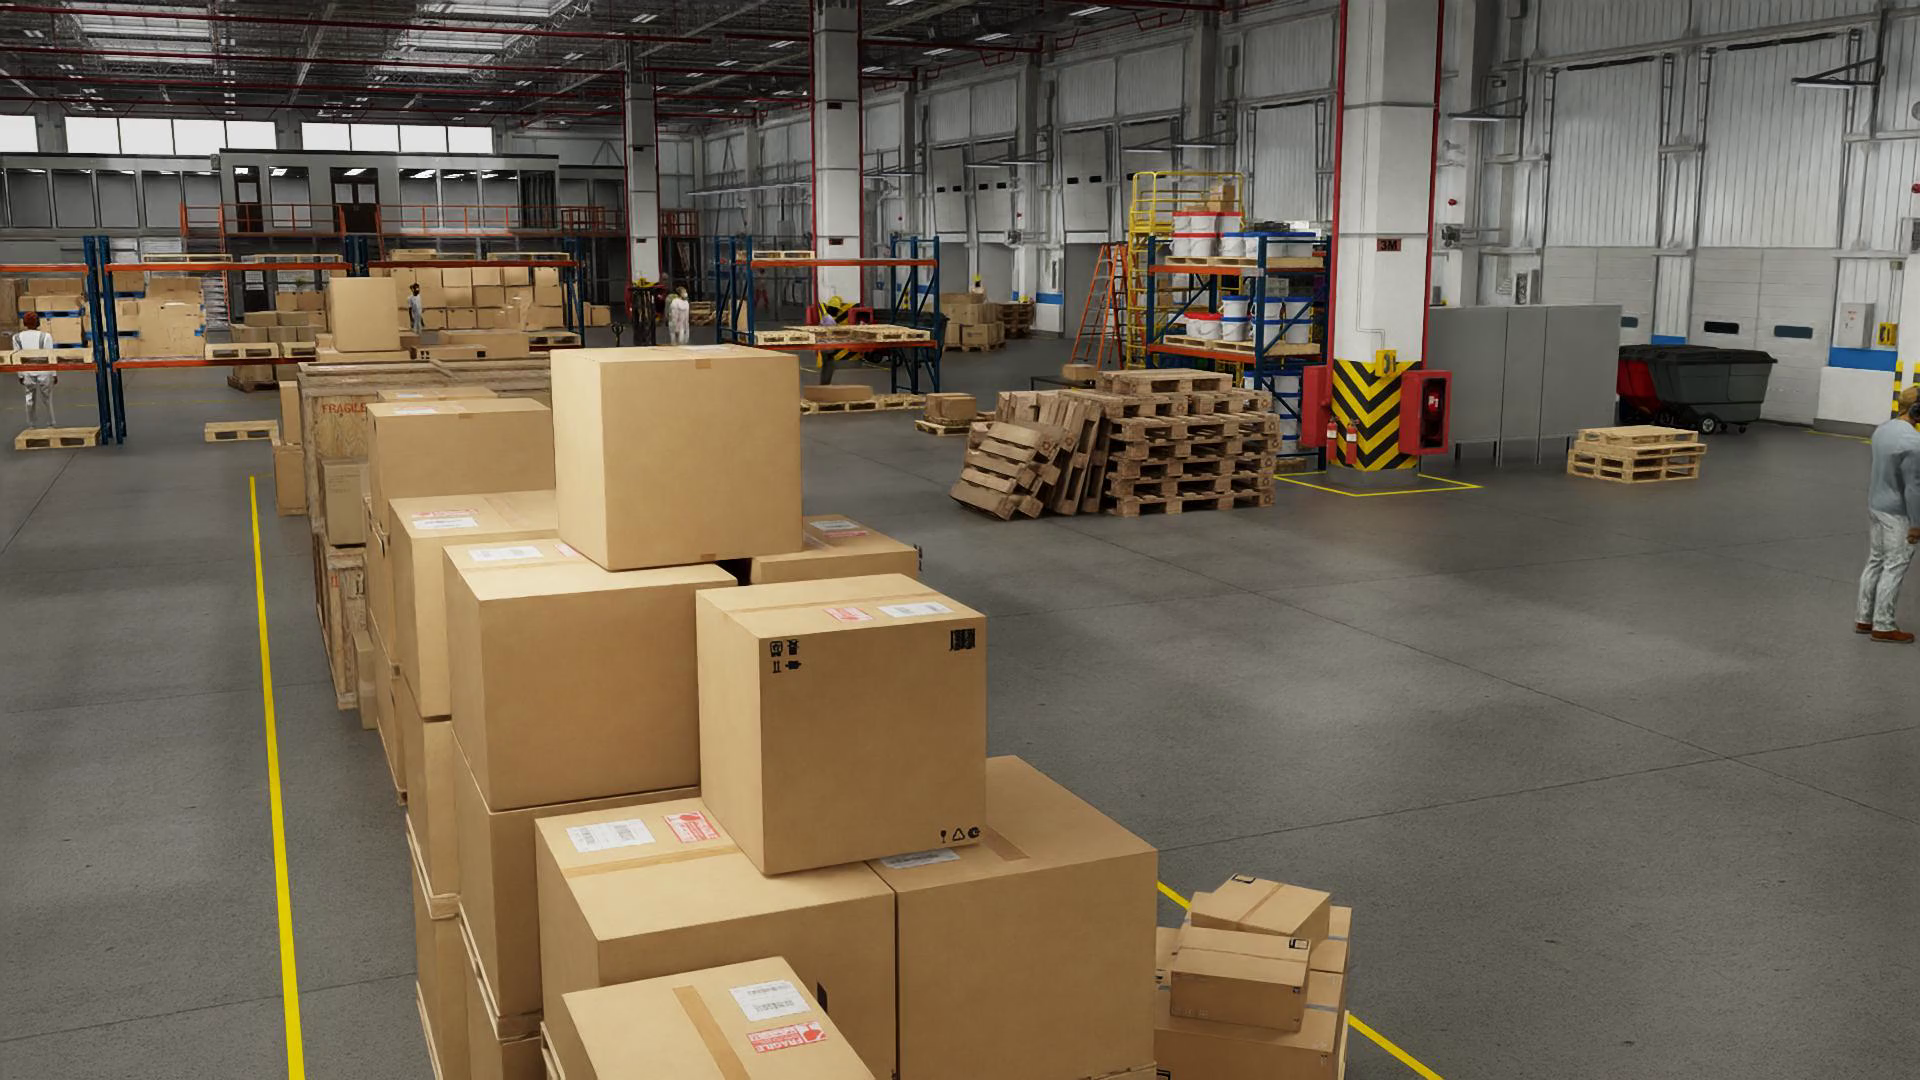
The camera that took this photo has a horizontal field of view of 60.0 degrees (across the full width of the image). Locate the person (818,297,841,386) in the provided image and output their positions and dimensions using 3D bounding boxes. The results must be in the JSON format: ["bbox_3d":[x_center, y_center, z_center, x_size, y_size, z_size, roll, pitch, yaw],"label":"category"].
[{"bbox_3d":[-2.435,-3.575,31.095,0.458,1.901,0.604,-3,11,-16],"label":"person"}]

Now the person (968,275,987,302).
[{"bbox_3d":[0.546,-7.175,50.950,0.594,1.900,0.818,2,10,8],"label":"person"}]

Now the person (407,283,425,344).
[{"bbox_3d":[-13.772,-5.574,42.179,0.325,1.876,0.521,3,11,16],"label":"person"}]

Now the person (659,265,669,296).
[{"bbox_3d":[-12.002,-10.216,67.617,0.623,1.933,0.442,4,11,21],"label":"person"}]

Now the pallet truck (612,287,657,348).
[{"bbox_3d":[-6.464,-4.406,35.401,0.823,1.965,1.885,6,12,32],"label":"pallet truck"}]

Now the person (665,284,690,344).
[{"bbox_3d":[-7.327,-5.716,43.142,0.646,1.803,0.932,-2,11,-13],"label":"person"}]

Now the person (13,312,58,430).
[{"bbox_3d":[-14.121,-2.542,25.447,0.575,1.883,0.355,-2,10,-10],"label":"person"}]

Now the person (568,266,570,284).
[{"bbox_3d":[-16.812,-10.965,71.873,0.355,1.883,0.573,-7,13,-35],"label":"person"}]

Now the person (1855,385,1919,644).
[{"bbox_3d":[6.957,-0.189,12.364,0.371,1.930,0.636,0,10,3],"label":"person"}]

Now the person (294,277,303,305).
[{"bbox_3d":[-22.222,-7.954,55.727,0.837,1.702,0.515,-9,14,-40],"label":"person"}]

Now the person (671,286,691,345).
[{"bbox_3d":[-6.226,-4.709,37.235,0.372,1.940,0.630,3,11,17],"label":"person"}]

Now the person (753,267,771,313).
[{"bbox_3d":[-8.109,-10.224,67.618,0.612,1.953,1.012,-9,14,-41],"label":"person"}]
